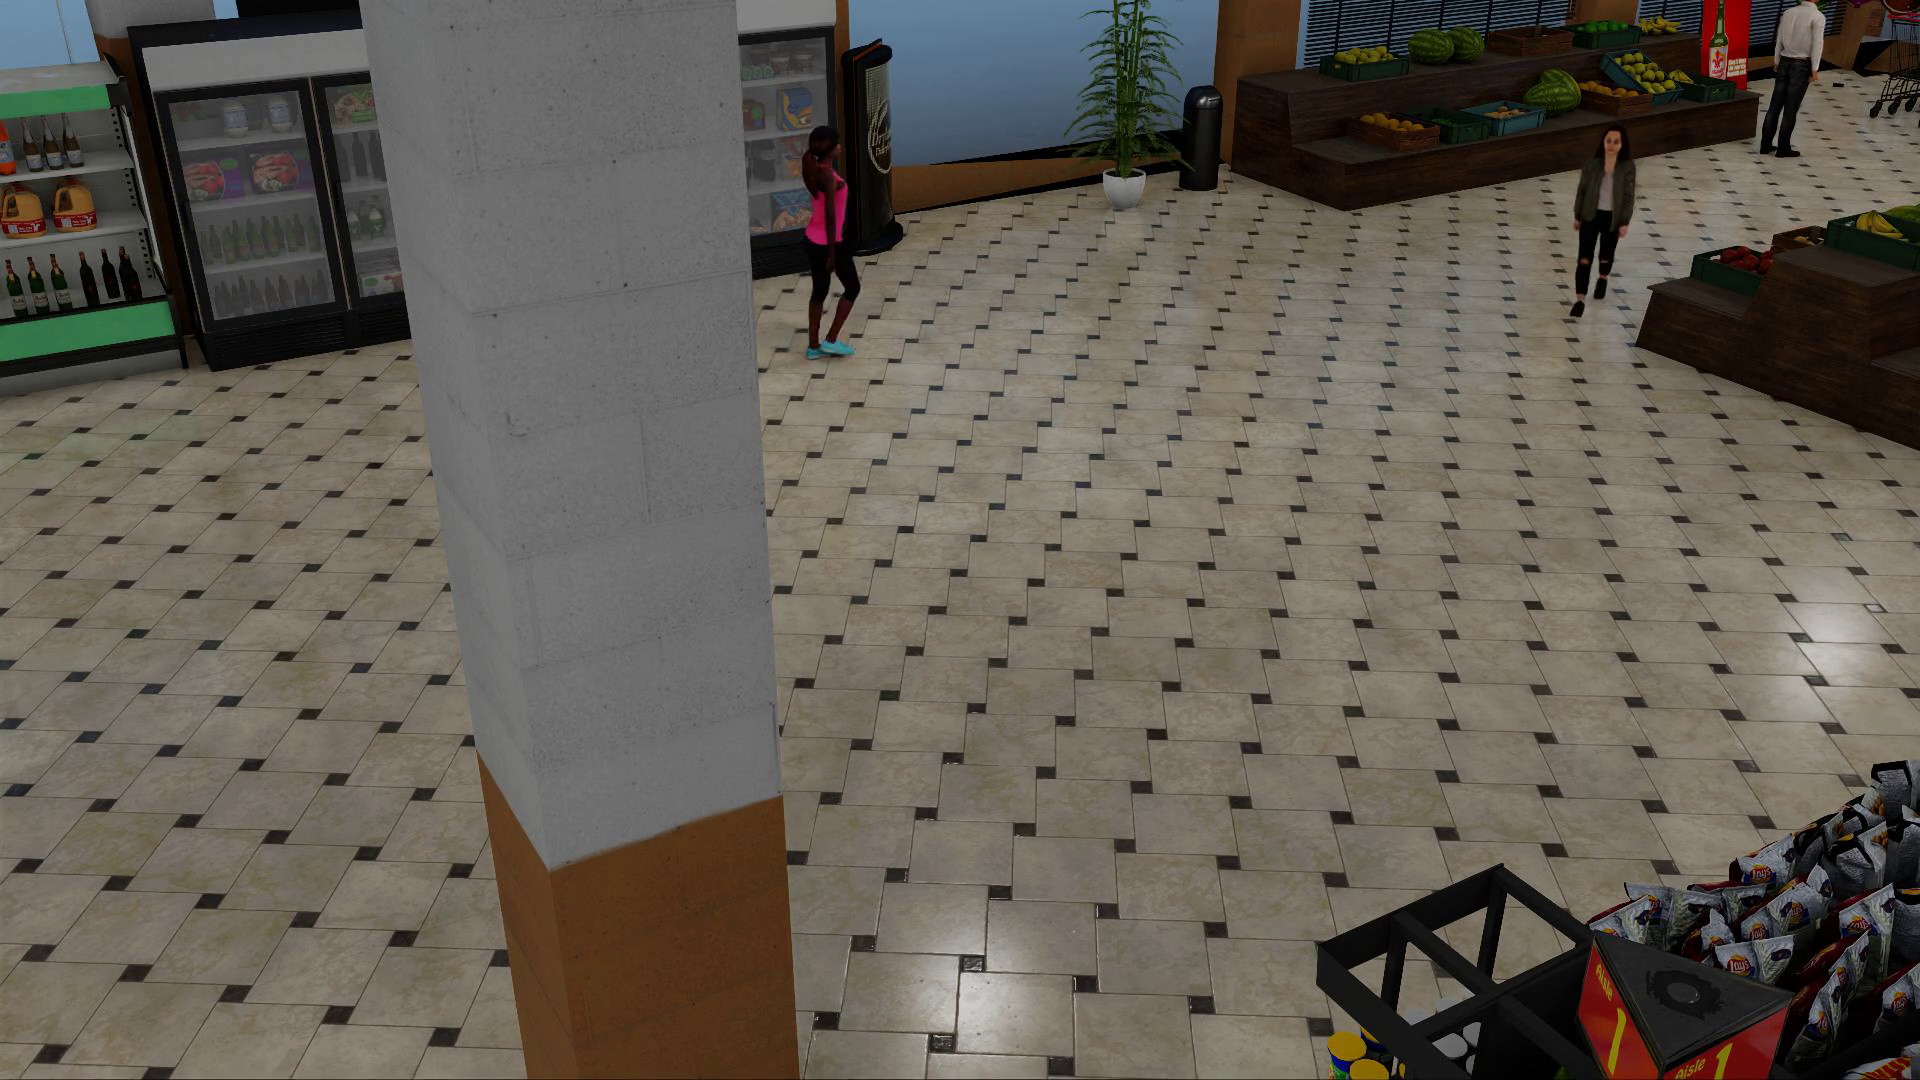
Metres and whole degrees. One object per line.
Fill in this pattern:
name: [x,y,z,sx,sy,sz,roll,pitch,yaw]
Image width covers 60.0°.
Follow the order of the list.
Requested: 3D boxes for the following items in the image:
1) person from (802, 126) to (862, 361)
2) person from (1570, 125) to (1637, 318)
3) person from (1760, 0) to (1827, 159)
person: [-1.045,-2.095,11.910,0.586,1.708,0.552,-15,30,-27]
person: [5.035,-2.505,13.009,0.936,1.445,1.087,12,29,22]
person: [8.733,-4.942,17.412,0.541,1.811,0.665,-14,30,-25]
